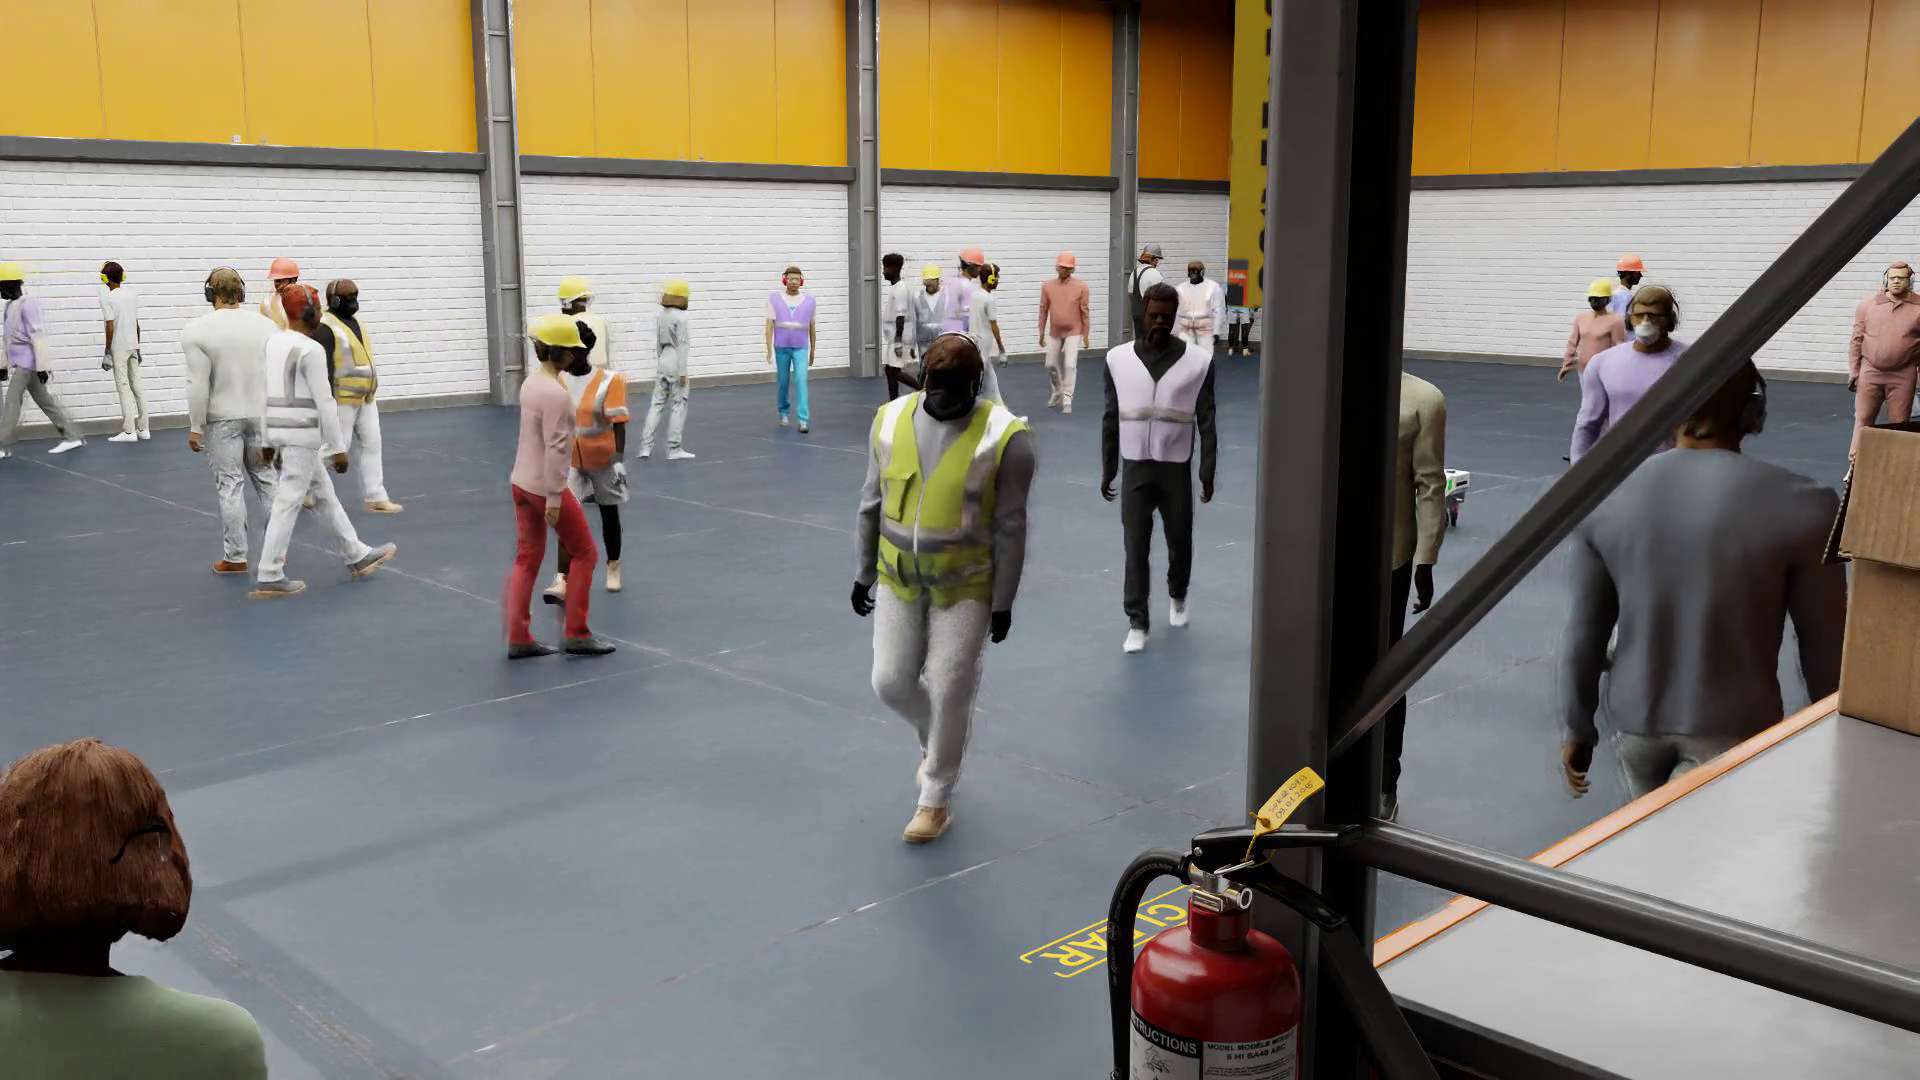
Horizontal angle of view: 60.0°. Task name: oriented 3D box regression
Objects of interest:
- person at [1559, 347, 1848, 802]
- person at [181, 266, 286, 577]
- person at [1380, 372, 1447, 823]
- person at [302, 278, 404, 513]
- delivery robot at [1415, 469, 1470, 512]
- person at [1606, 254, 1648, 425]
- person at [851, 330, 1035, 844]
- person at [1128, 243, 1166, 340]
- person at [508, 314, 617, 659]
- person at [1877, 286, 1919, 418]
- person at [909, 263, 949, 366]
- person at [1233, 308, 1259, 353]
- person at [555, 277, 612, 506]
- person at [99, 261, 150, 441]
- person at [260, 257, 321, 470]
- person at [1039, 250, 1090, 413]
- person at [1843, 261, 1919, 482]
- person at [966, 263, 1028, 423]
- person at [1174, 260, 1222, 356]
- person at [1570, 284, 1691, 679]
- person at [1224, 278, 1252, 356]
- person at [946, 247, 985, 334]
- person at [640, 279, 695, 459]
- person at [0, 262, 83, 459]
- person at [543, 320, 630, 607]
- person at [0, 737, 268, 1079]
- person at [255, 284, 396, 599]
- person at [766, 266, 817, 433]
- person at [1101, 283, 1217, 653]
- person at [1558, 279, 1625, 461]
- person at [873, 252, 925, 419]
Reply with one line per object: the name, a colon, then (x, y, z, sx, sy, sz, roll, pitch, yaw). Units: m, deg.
person: (1.791, 0.461, 4.080, 1.033, 1.892, 0.647, -10, 14, -43)
person: (-4.537, -0.738, 10.444, 0.356, 1.938, 0.633, 8, 13, 39)
person: (1.422, 0.046, 6.020, 0.626, 1.991, 0.393, 7, 13, 34)
person: (-4.743, -1.091, 12.714, 0.818, 1.815, 0.635, 2, 11, 12)
delivery robot: (3.365, -0.421, 12.238, 0.707, 0.478, 0.477, 9, 14, 41)
person: (6.906, -1.996, 17.308, 0.358, 1.938, 0.545, 2, 11, 12)
person: (-0.048, 0.153, 5.933, 0.664, 1.814, 0.540, 5, 11, 23)
person: (2.662, -3.110, 23.104, 0.537, 2.000, 0.679, -5, 12, -26)
person: (-2.014, -0.257, 8.365, 0.640, 1.742, 0.553, -7, 13, -35)
person: (10.903, -2.193, 19.302, 0.853, 1.597, 0.539, -1, 10, -6)
person: (-0.304, -2.283, 19.206, 0.621, 1.814, 0.418, 1, 10, 6)
person: (5.180, -4.359, 30.336, 0.338, 1.898, 0.639, -8, 13, -35)
person: (-3.105, -1.169, 13.172, 0.857, 1.793, 0.617, 4, 11, 22)
person: (-8.702, -1.947, 17.249, 0.335, 1.865, 0.519, 2, 11, 13)
person: (-6.075, -1.595, 15.134, 0.547, 1.934, 0.375, 0, 10, -2)
person: (1.280, -2.519, 20.108, 0.645, 1.965, 0.744, 4, 11, 19)
person: (7.960, -1.422, 14.262, 0.636, 1.911, 0.404, 6, 12, 31)
person: (0.355, -2.042, 17.857, 0.934, 1.817, 0.569, -4, 11, -21)
person: (3.034, -2.665, 21.263, 0.634, 1.826, 0.712, 4, 11, 19)
person: (3.251, -0.270, 8.013, 0.656, 1.887, 1.020, 9, 14, 40)
person: (4.937, -4.107, 29.467, 0.536, 1.699, 0.322, 4, 11, 22)
person: (-0.059, -2.238, 18.439, 0.789, 2.009, 0.647, -4, 11, -21)
person: (-2.817, -1.620, 15.889, 0.571, 1.716, 0.541, 10, 14, 43)
person: (-9.050, -1.729, 16.040, 1.010, 1.873, 0.611, -10, 14, -42)
person: (-2.168, -0.448, 9.643, 0.549, 1.634, 0.889, 1, 10, 6)
person: (-1.039, 1.020, 1.923, 0.513, 1.550, 0.984, 1, 10, 7)
person: (-3.840, -0.601, 9.962, 0.606, 1.834, 0.976, 10, 14, 43)
person: (-1.856, -2.110, 18.318, 0.573, 1.803, 0.966, -2, 11, -8)
person: (1.043, -0.405, 8.761, 0.608, 1.895, 0.832, 2, 11, 11)
person: (6.015, -1.605, 15.789, 0.896, 1.722, 0.524, -6, 12, -30)
person: (-0.635, -2.329, 19.127, 0.672, 1.949, 0.611, -1, 10, -5)
